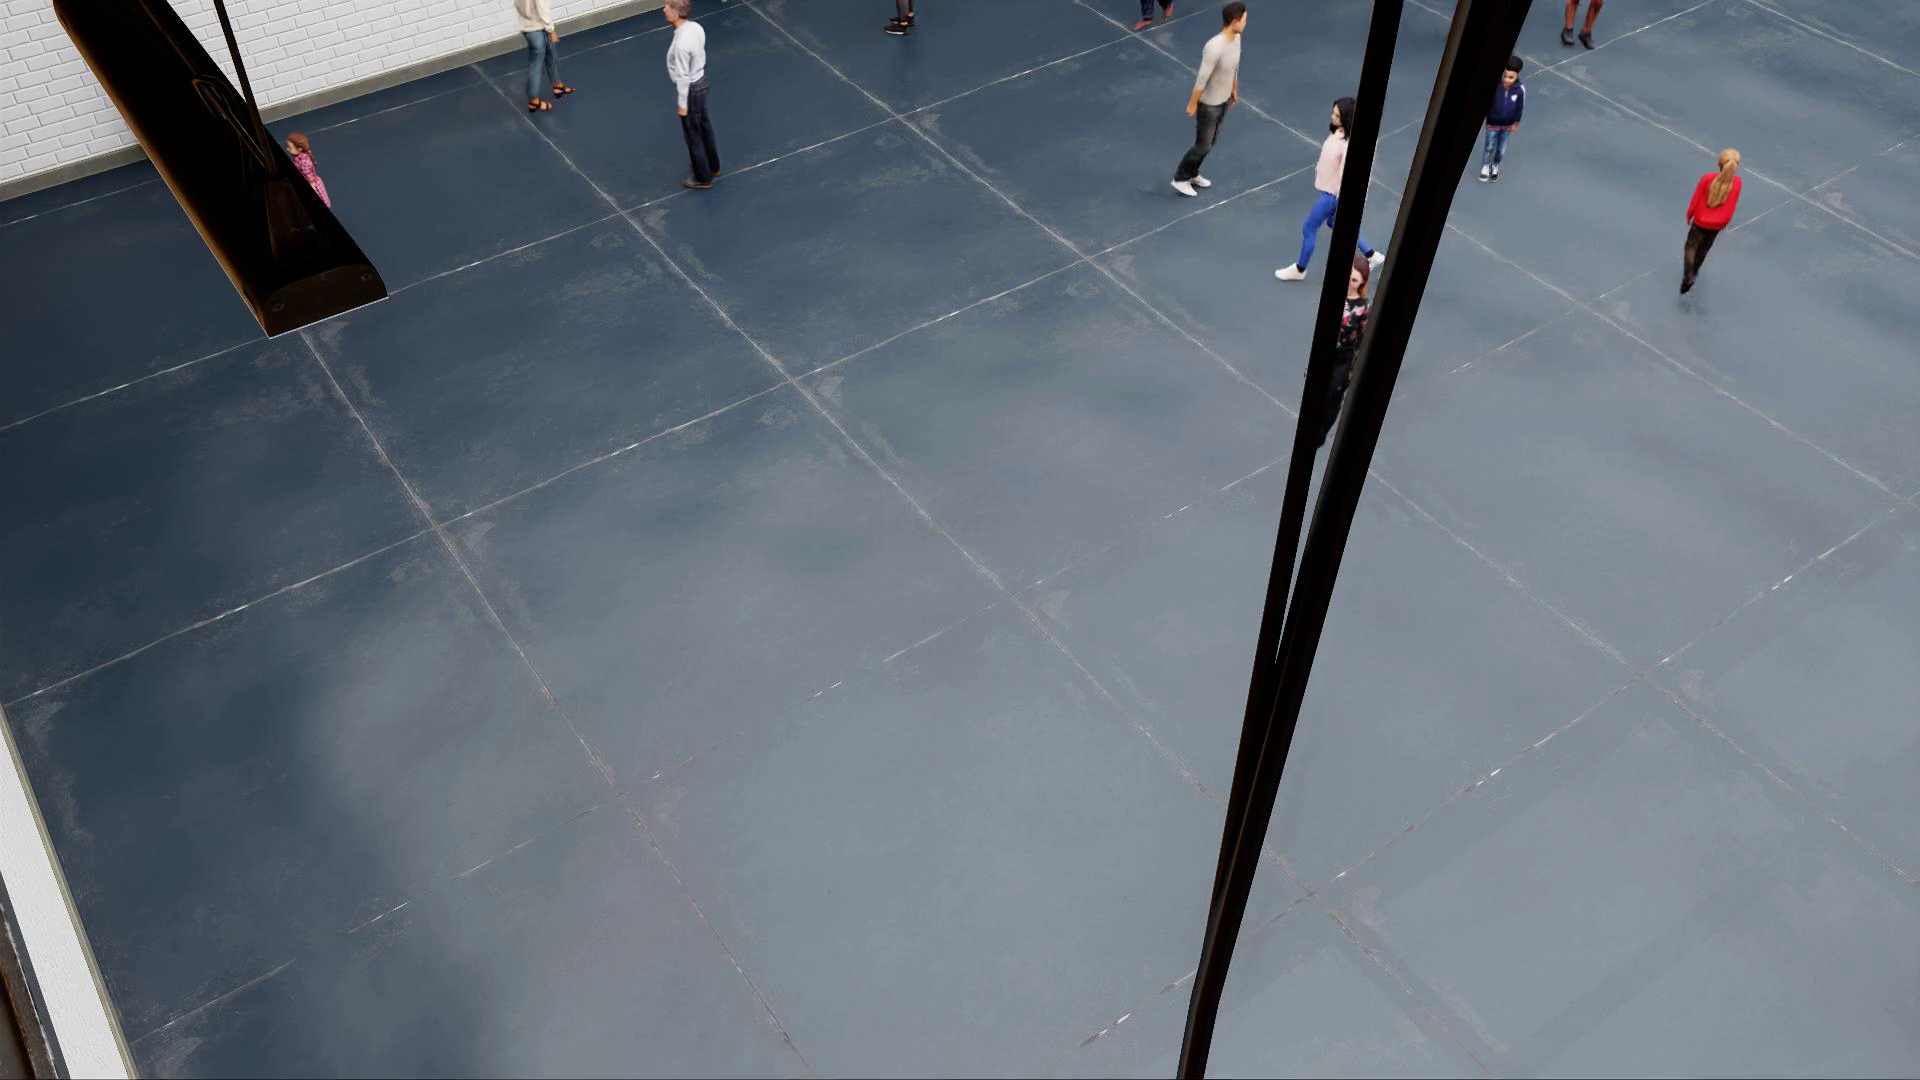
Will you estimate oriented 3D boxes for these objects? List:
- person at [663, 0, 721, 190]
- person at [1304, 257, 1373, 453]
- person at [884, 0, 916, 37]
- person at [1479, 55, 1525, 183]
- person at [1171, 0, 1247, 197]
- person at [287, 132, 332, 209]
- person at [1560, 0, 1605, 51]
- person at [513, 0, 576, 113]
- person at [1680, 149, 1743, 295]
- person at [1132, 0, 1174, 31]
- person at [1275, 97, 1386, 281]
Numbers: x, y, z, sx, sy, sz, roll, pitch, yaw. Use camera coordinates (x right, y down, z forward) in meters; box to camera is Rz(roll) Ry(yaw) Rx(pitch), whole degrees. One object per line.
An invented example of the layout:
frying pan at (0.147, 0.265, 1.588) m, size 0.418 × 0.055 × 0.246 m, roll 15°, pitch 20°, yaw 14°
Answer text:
person at (-2.395, -4.013, 14.864) m, size 0.769 × 1.818 × 0.718 m, roll 5°, pitch 44°, yaw 5°
person at (2.803, -1.398, 12.224) m, size 0.676 × 1.673 × 0.816 m, roll 34°, pitch 53°, yaw 30°
person at (-0.621, -6.053, 17.078) m, size 0.741 × 1.718 × 0.681 m, roll 7°, pitch 44°, yaw 7°
person at (4.919, -3.848, 15.131) m, size 0.609 × 1.210 × 0.656 m, roll 10°, pitch 45°, yaw 10°
person at (2.171, -3.916, 14.795) m, size 0.723 × 1.773 × 0.870 m, roll -33°, pitch 53°, yaw -30°
person at (-5.639, -3.077, 14.458) m, size 0.472 × 1.021 × 0.451 m, roll -19°, pitch 47°, yaw -19°
person at (6.393, -5.908, 16.880) m, size 0.773 × 1.781 × 0.838 m, roll 2°, pitch 44°, yaw 2°
person at (-4.142, -4.847, 15.852) m, size 0.747 × 1.662 × 0.642 m, roll -25°, pitch 49°, yaw -24°
person at (6.220, -2.624, 13.804) m, size 0.780 × 1.268 × 0.864 m, roll 10°, pitch 45°, yaw 10°
person at (2.045, -6.171, 17.131) m, size 0.741 × 1.815 × 0.718 m, roll -32°, pitch 52°, yaw -29°
person at (3.173, -2.848, 13.701) m, size 1.210 × 1.736 × 1.103 m, roll 5°, pitch 44°, yaw 5°
